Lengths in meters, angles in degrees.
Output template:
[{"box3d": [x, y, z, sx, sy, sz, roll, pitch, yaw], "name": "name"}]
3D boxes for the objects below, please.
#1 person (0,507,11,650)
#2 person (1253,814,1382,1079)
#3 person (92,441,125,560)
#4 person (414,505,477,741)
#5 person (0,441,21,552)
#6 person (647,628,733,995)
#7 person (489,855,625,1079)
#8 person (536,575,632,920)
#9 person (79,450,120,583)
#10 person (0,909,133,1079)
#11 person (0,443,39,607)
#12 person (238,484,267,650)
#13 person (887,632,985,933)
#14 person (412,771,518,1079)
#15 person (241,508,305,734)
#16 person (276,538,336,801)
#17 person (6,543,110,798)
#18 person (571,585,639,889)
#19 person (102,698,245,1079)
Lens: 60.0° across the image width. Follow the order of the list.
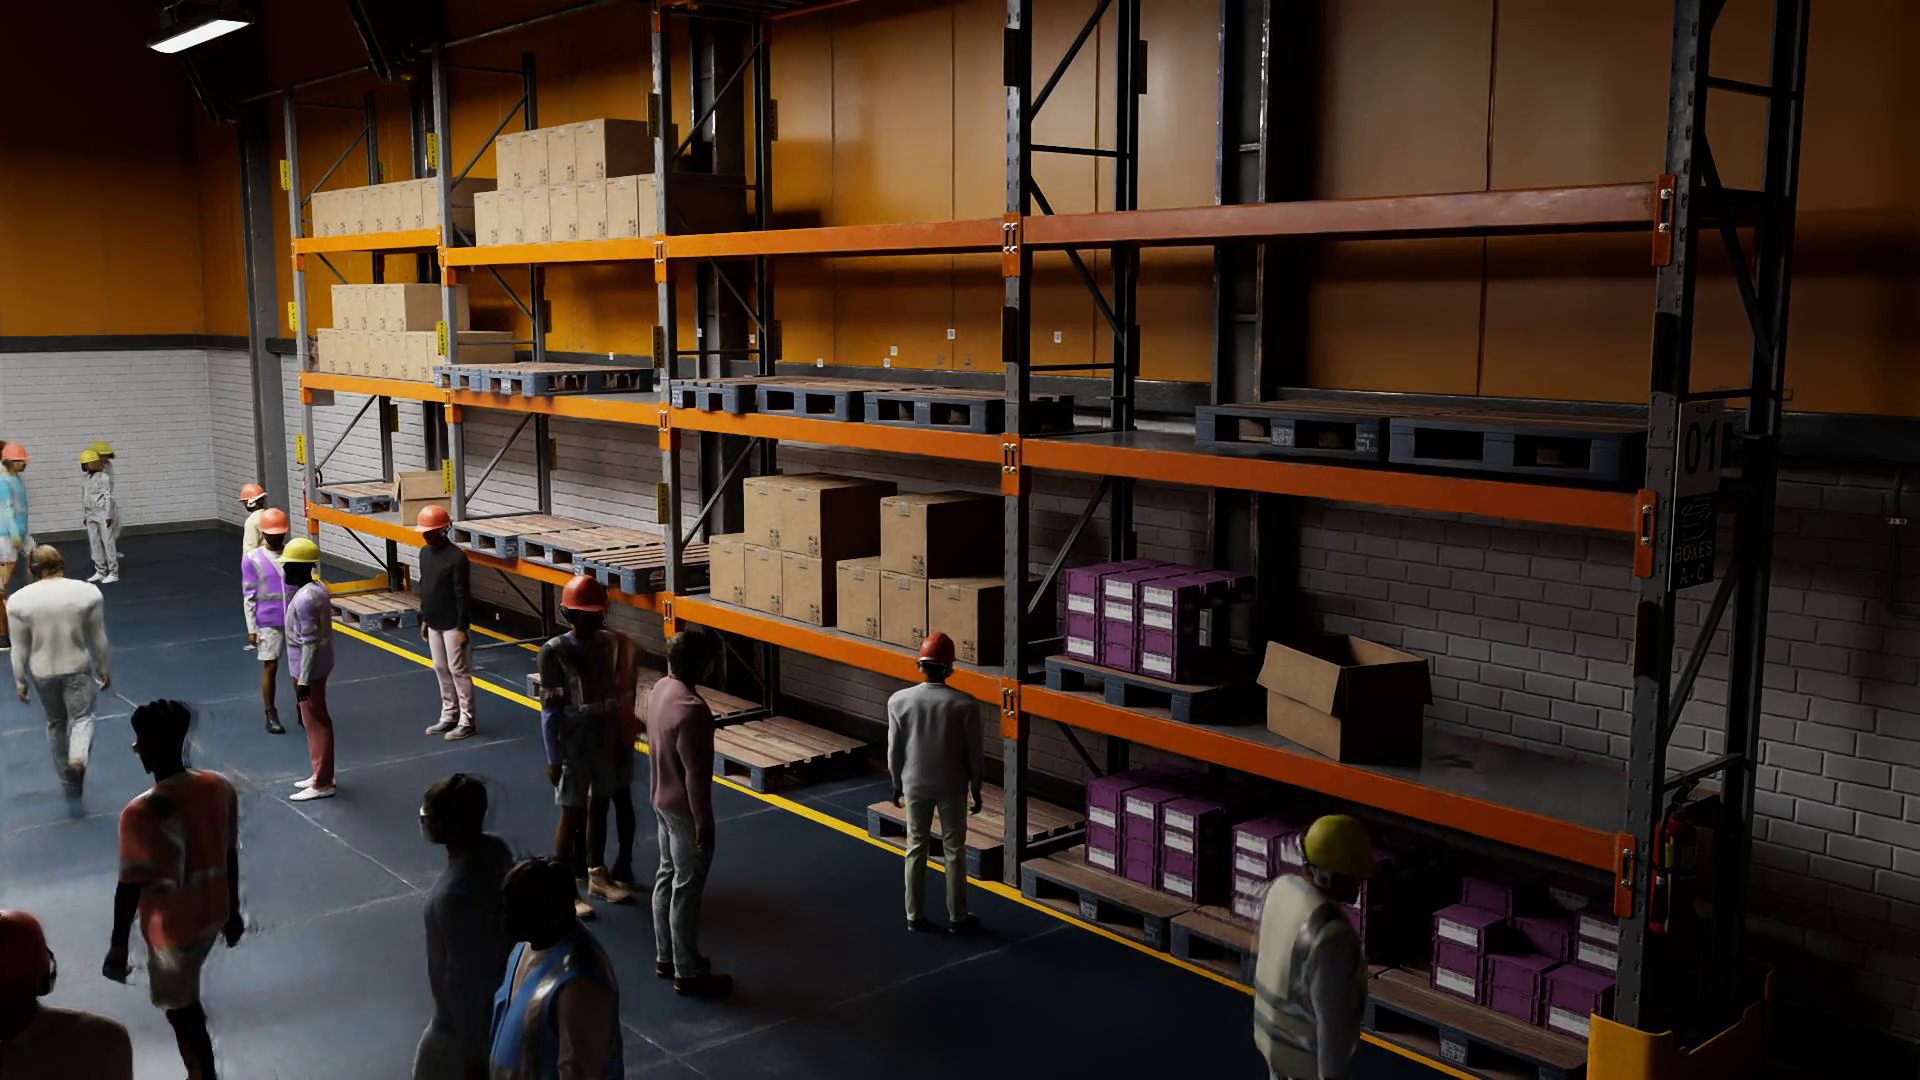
[{"box3d": [-10.117, 0.217, 17.145, 0.368, 1.958, 0.611, 1, 8, 8], "name": "person"}, {"box3d": [1.252, 1.871, 6.156, 0.509, 1.803, 0.615, -3, 9, -17], "name": "person"}, {"box3d": [-12.025, -0.551, 23.321, 0.519, 1.698, 0.508, 1, 8, 6], "name": "person"}, {"box3d": [-4.296, 0.687, 13.814, 0.602, 1.977, 0.434, 7, 11, 40], "name": "person"}, {"box3d": [-13.842, -0.625, 24.080, 0.519, 1.640, 0.307, 4, 9, 28], "name": "person"}, {"box3d": [-1.457, 1.422, 8.817, 0.352, 1.937, 0.635, -4, 9, -28], "name": "person"}, {"box3d": [-1.349, 1.942, 5.587, 0.431, 1.835, 0.624, -4, 9, -28], "name": "person"}, {"box3d": [-2.209, 1.214, 9.896, 0.374, 2.043, 0.614, 5, 10, 33], "name": "person"}, {"box3d": [-11.201, -0.308, 21.565, 0.490, 1.732, 0.324, 3, 9, 22], "name": "person"}, {"box3d": [-2.640, 1.991, 4.714, 0.617, 1.984, 0.408, -3, 9, -21], "name": "person"}, {"box3d": [-10.786, -0.112, 19.202, 0.814, 2.012, 0.653, -2, 8, -14], "name": "person"}, {"box3d": [-7.368, 0.278, 17.465, 0.351, 1.738, 0.573, 0, 8, -2], "name": "person"}, {"box3d": [-0.132, 1.398, 9.617, 0.572, 1.750, 0.329, 1, 8, 10], "name": "person"}, {"box3d": [-1.763, 1.797, 6.294, 0.860, 1.911, 0.629, 0, 8, 2], "name": "person"}, {"box3d": [-5.736, 0.682, 14.033, 0.549, 1.923, 0.390, -7, 10, -38], "name": "person"}, {"box3d": [-4.777, 0.938, 12.200, 0.352, 1.929, 0.594, -2, 8, -14], "name": "person"}, {"box3d": [-6.528, 0.973, 12.075, 0.637, 1.900, 0.764, -4, 9, -26], "name": "person"}, {"box3d": [-2.291, 1.192, 10.378, 0.688, 1.942, 0.634, 7, 11, 40], "name": "person"}, {"box3d": [-3.455, 1.648, 7.232, 0.584, 1.947, 0.608, 1, 8, 10], "name": "person"}]
